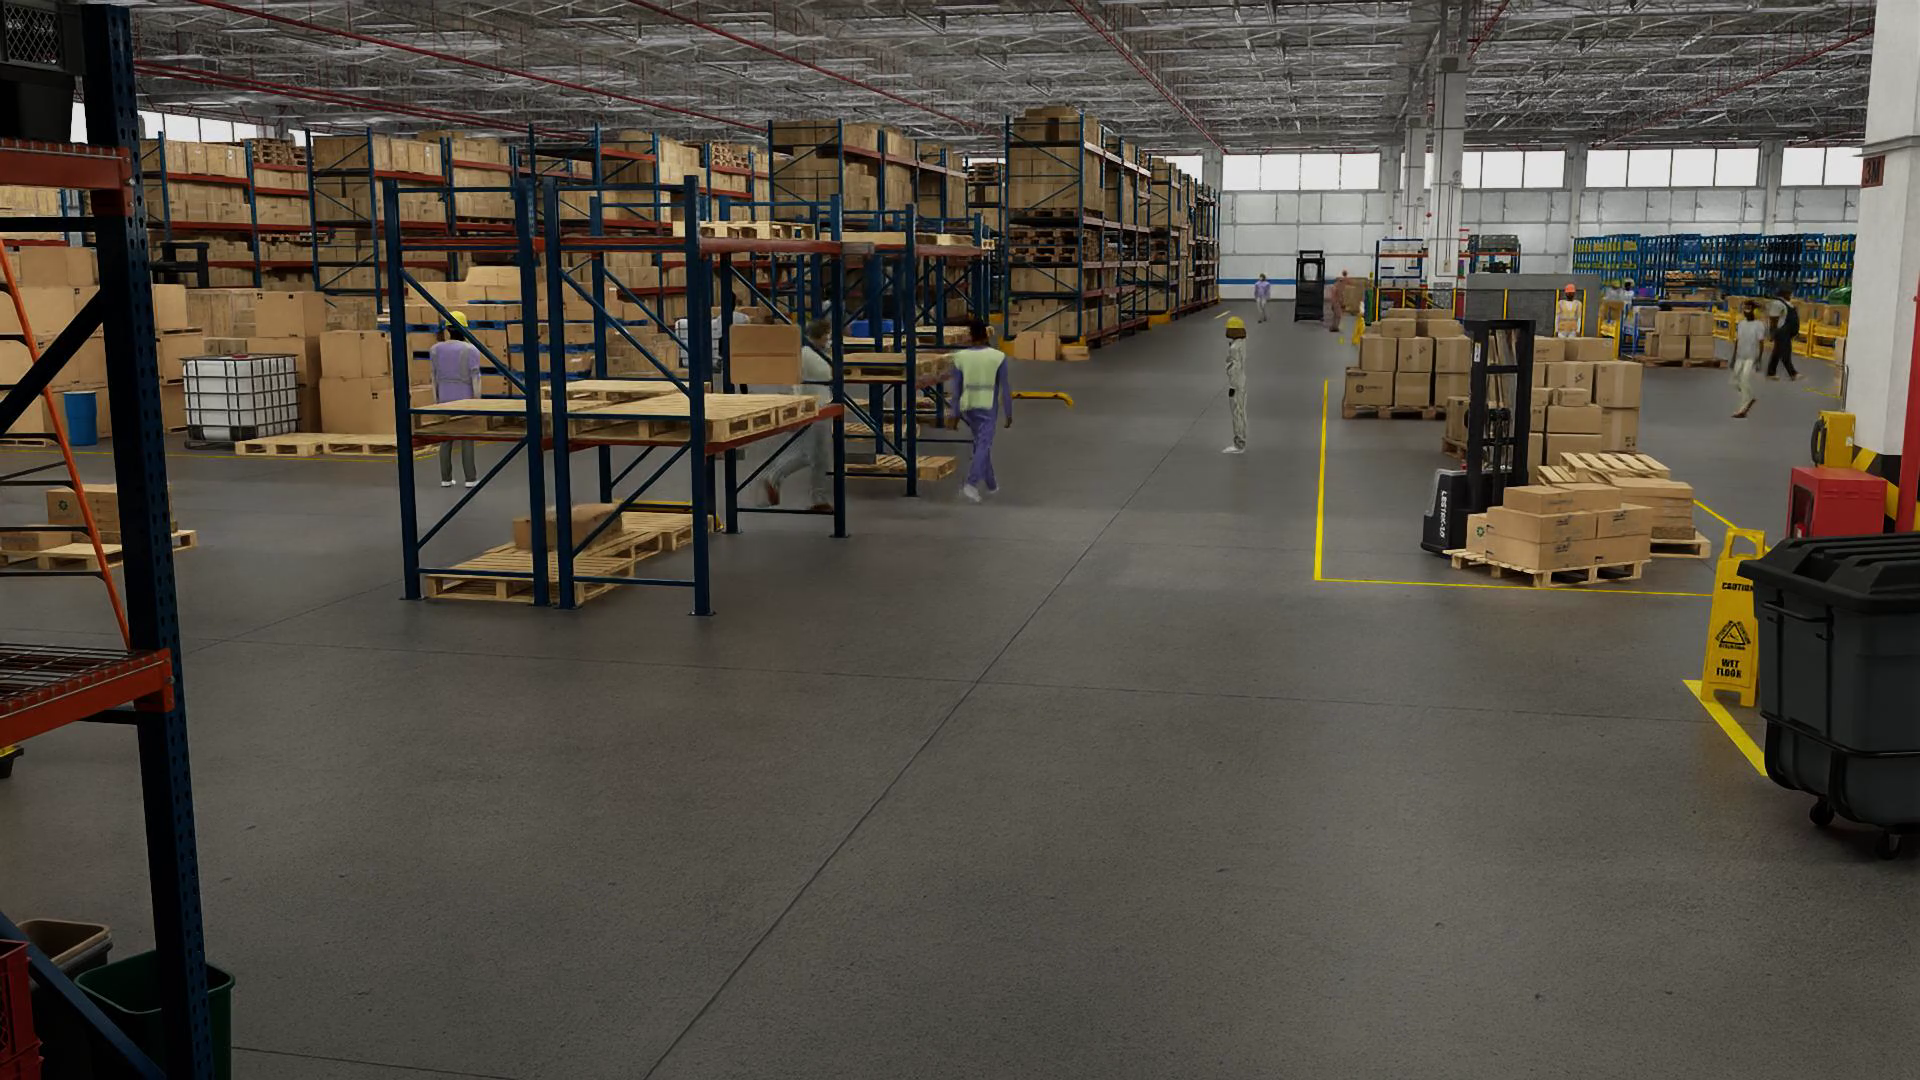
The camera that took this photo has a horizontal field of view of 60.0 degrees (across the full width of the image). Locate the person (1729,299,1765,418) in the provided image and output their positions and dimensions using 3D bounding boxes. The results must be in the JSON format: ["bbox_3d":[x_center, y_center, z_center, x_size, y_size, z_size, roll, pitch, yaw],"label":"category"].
[{"bbox_3d":[12.284,-2.821,25.939,0.460,1.855,0.557,-4,11,-25],"label":"person"}]

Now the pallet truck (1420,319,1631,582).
[{"bbox_3d":[4.543,-0.757,13.299,0.823,1.965,1.885,-4,10,-22],"label":"pallet truck"}]

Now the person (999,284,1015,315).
[{"bbox_3d":[1.569,-7.976,56.968,0.553,1.671,0.683,-3,10,-14],"label":"person"}]

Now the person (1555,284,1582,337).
[{"bbox_3d":[13.164,-4.563,36.012,0.542,1.939,0.361,3,10,16],"label":"person"}]

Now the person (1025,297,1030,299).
[{"bbox_3d":[2.221,-7.097,51.733,0.540,1.695,0.317,-9,13,-43],"label":"person"}]

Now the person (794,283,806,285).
[{"bbox_3d":[-7.511,-11.636,77.961,0.553,1.917,0.589,0,10,2],"label":"person"}]

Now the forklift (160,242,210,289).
[{"bbox_3d":[-16.063,-4.810,34.690,1.129,2.768,1.873,2,10,12],"label":"forklift"}]

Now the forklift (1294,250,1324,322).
[{"bbox_3d":[13.778,-10.002,65.433,1.129,2.768,1.873,2,10,12],"label":"forklift"}]

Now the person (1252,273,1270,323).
[{"bbox_3d":[11.739,-9.423,64.843,0.636,1.922,0.452,6,11,31],"label":"person"}]

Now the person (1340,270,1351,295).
[{"bbox_3d":[18.654,-12.119,80.734,0.652,1.938,1.013,-1,10,-7],"label":"person"}]

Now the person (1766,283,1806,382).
[{"bbox_3d":[16.870,-4.239,33.790,0.687,2.000,0.950,-9,13,-44],"label":"person"}]

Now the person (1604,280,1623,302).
[{"bbox_3d":[22.068,-7.904,56.240,0.620,1.786,0.467,7,12,36],"label":"person"}]

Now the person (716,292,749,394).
[{"bbox_3d":[-3.633,-2.984,26.596,0.600,1.960,0.374,-9,13,-43],"label":"person"}]

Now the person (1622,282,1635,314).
[{"bbox_3d":[23.690,-8.331,59.078,0.542,1.685,0.368,-1,10,-3],"label":"person"}]

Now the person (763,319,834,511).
[{"bbox_3d":[-1.508,-1.201,16.204,0.725,1.899,0.671,4,10,22],"label":"person"}]

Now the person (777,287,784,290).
[{"bbox_3d":[-7.191,-9.523,66.319,0.494,1.608,0.585,4,10,24],"label":"person"}]

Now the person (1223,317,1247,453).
[{"bbox_3d":[3.517,-1.981,21.298,0.324,1.743,0.490,3,10,19],"label":"person"}]

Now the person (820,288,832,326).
[{"bbox_3d":[-2.997,-4.830,37.922,0.922,1.837,0.525,3,10,16],"label":"person"}]

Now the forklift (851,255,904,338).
[{"bbox_3d":[-1.783,-5.382,38.074,1.129,2.768,1.873,2,10,12],"label":"forklift"}]

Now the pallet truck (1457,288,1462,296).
[{"bbox_3d":[20.506,-9.785,68.819,0.653,1.274,1.630,2,10,12],"label":"pallet truck"}]

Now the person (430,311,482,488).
[{"bbox_3d":[-5.456,-1.523,18.086,0.584,1.918,0.408,2,10,12],"label":"person"}]

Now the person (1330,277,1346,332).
[{"bbox_3d":[12.872,-7.980,56.418,0.690,1.885,0.659,5,11,27],"label":"person"}]

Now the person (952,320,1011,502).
[{"bbox_3d":[0.191,-1.341,17.190,0.605,1.864,1.006,4,10,23],"label":"person"}]
